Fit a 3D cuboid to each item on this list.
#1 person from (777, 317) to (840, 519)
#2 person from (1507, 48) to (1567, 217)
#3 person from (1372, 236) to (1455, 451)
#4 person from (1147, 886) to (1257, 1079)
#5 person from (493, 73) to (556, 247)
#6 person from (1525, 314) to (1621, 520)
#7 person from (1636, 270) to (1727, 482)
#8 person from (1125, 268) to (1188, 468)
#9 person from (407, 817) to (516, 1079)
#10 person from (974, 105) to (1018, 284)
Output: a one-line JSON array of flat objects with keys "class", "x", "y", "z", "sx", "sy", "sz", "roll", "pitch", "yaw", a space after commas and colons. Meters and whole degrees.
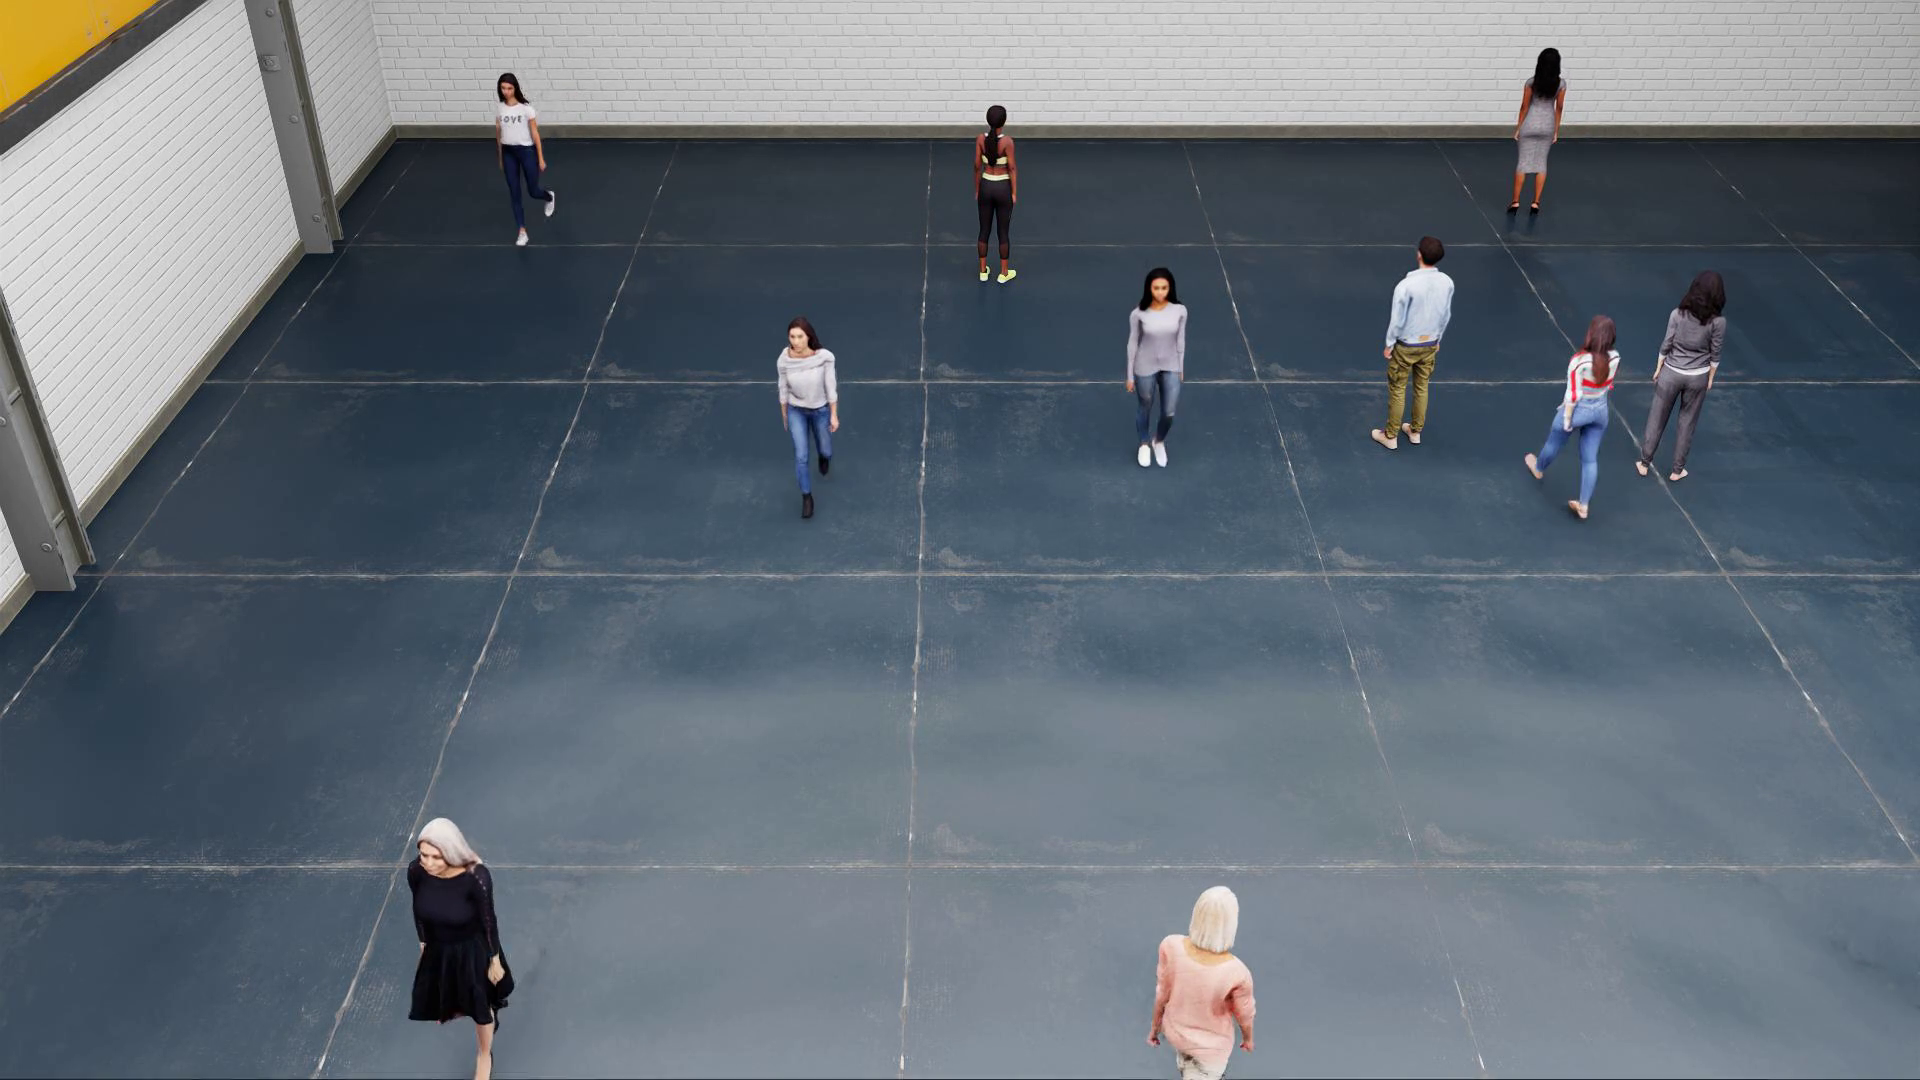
[{"class": "person", "x": -1.140, "y": -0.984, "z": 12.678, "sx": 0.605, "sy": 1.614, "sz": 0.881, "roll": 0, "pitch": 34, "yaw": 0}, {"class": "person", "x": 6.066, "y": -4.283, "z": 17.490, "sx": 0.626, "sy": 1.780, "sz": 0.586, "roll": 6, "pitch": 34, "yaw": 9}, {"class": "person", "x": 3.667, "y": -1.585, "z": 13.403, "sx": 0.742, "sy": 1.812, "sz": 0.686, "roll": -11, "pitch": 35, "yaw": -16}, {"class": "person", "x": 1.053, "y": 2.338, "z": 7.627, "sx": 1.002, "sy": 1.673, "sz": 1.201, "roll": 19, "pitch": 38, "yaw": 26}, {"class": "person", "x": -4.443, "y": -3.920, "z": 16.971, "sx": 0.725, "sy": 1.752, "sz": 1.040, "roll": 6, "pitch": 34, "yaw": 9}, {"class": "person", "x": 4.776, "y": -0.906, "z": 12.601, "sx": 0.699, "sy": 1.569, "sz": 1.068, "roll": -5, "pitch": 34, "yaw": -7}, {"class": "person", "x": 5.649, "y": -1.274, "z": 12.978, "sx": 0.665, "sy": 1.765, "sz": 0.655, "roll": 15, "pitch": 36, "yaw": 21}, {"class": "person", "x": 1.542, "y": -1.390, "z": 13.192, "sx": 0.626, "sy": 1.721, "sz": 0.606, "roll": -1, "pitch": 34, "yaw": -2}, {"class": "person", "x": -2.395, "y": 1.979, "z": 8.106, "sx": 0.672, "sy": 1.740, "sz": 0.798, "roll": 6, "pitch": 34, "yaw": 8}, {"class": "person", "x": 0.336, "y": -3.350, "z": 16.110, "sx": 0.625, "sy": 1.754, "sz": 0.599, "roll": 10, "pitch": 35, "yaw": 15}]
